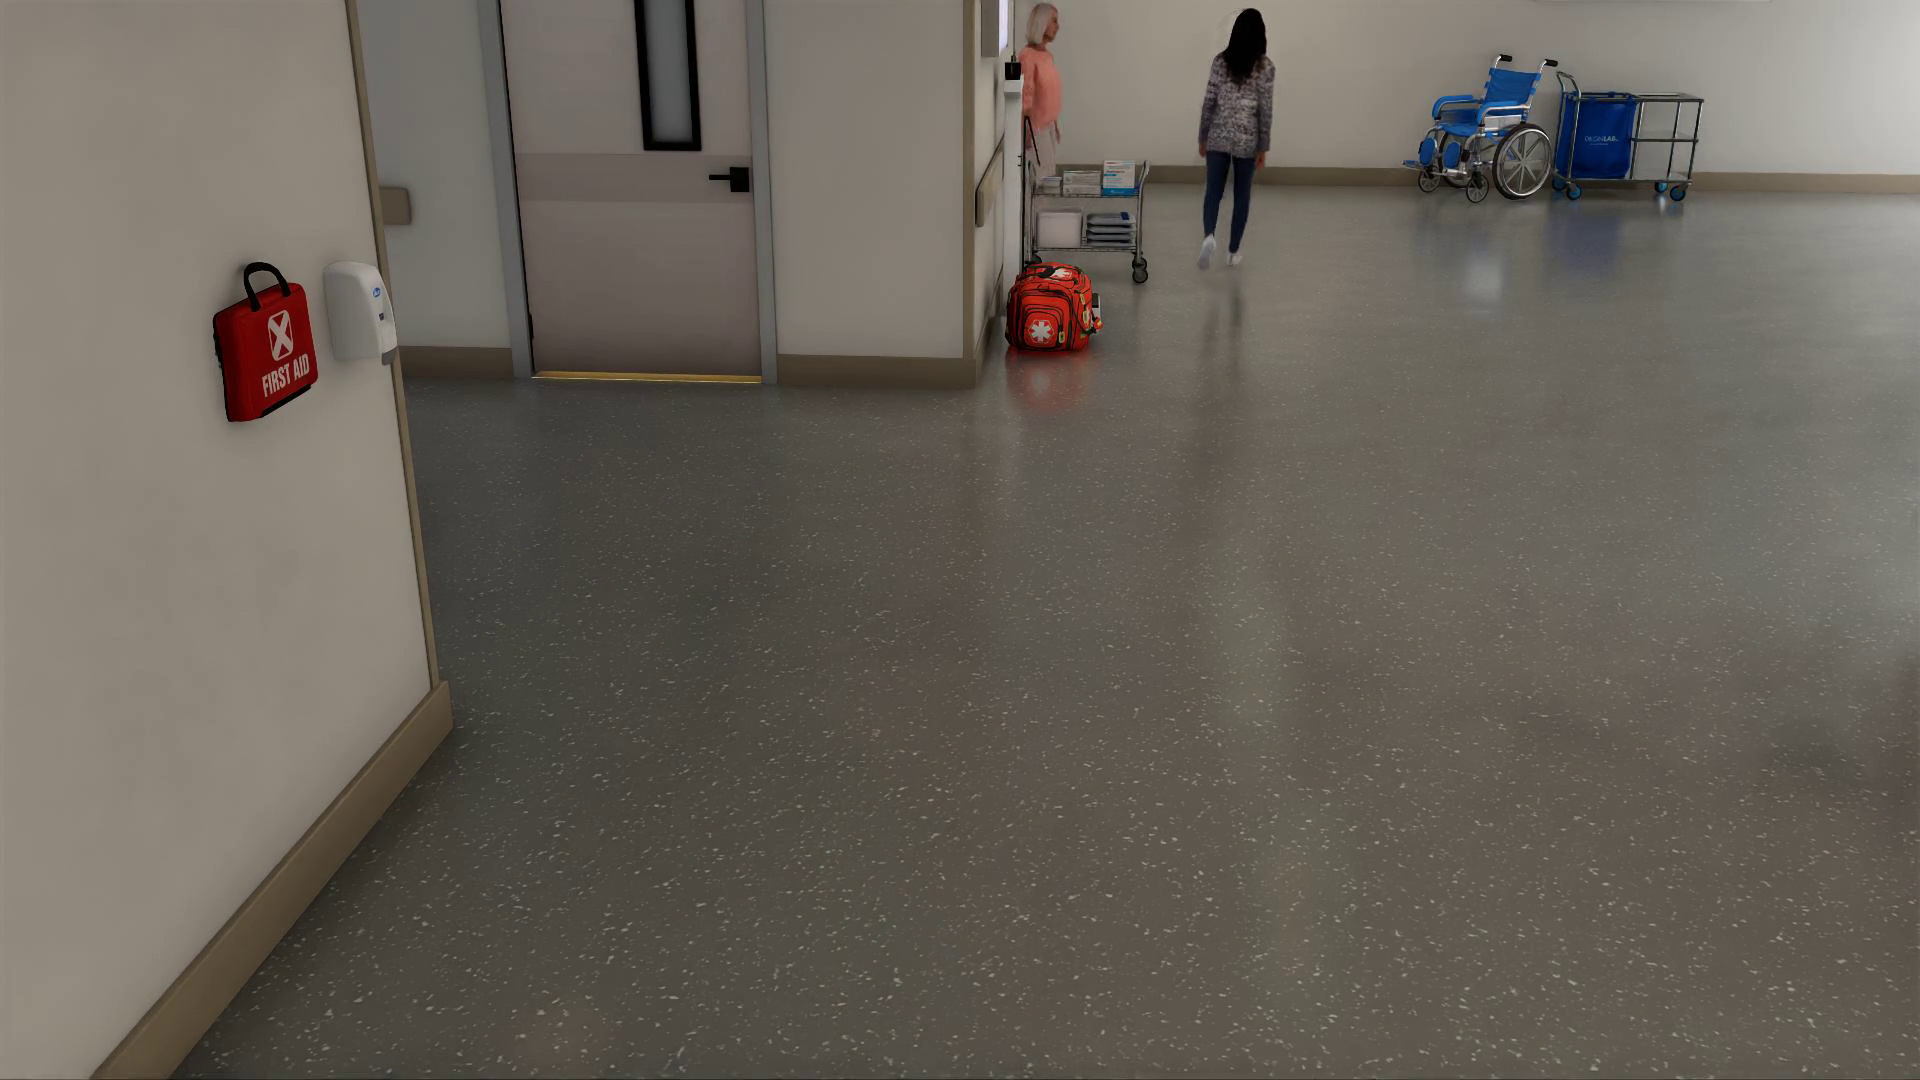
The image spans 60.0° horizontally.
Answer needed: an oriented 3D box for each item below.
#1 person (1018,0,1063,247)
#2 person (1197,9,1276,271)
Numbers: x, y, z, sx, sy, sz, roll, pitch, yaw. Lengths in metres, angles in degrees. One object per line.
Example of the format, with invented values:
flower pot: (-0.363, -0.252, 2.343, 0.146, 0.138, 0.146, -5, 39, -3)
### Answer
person: (0.494, -2.977, 12.012, 0.759, 1.713, 0.743, 7, 22, 18)
person: (1.813, -2.634, 11.110, 0.771, 1.709, 1.109, 4, 21, 10)
